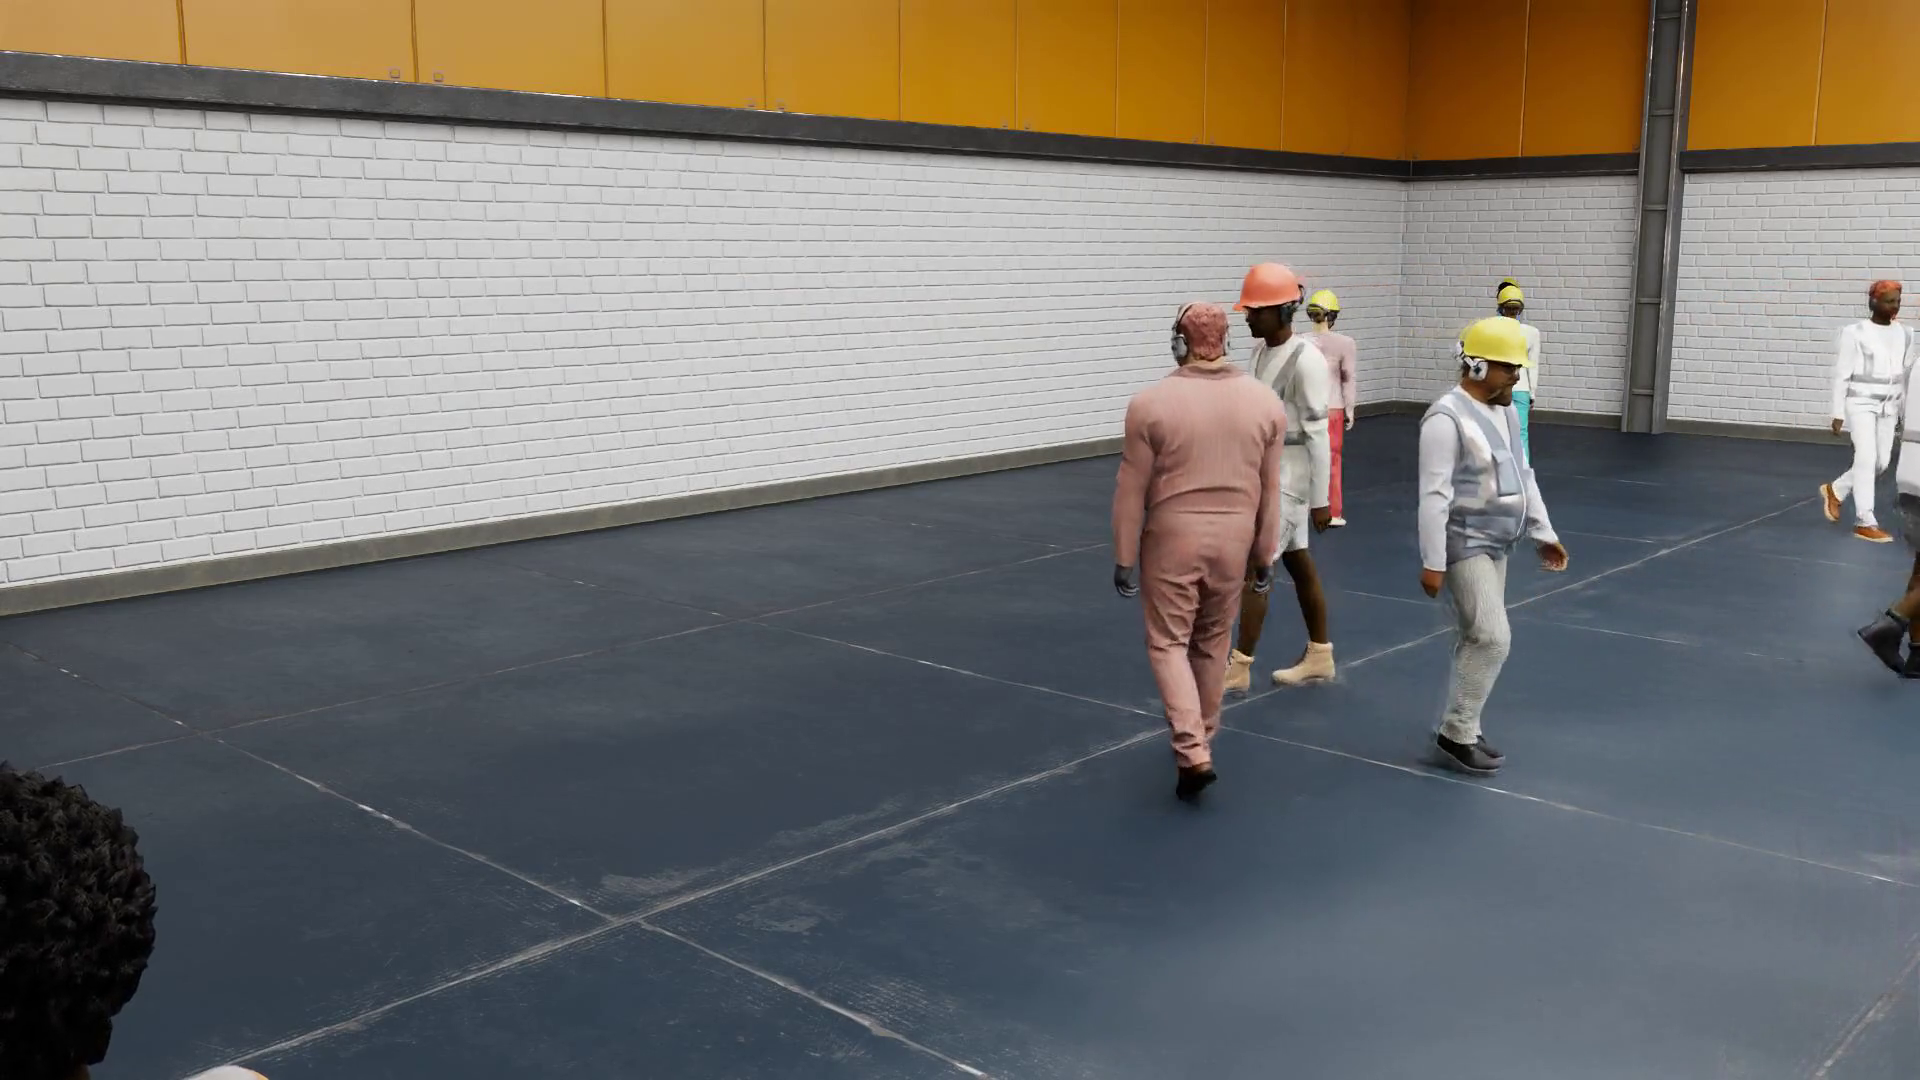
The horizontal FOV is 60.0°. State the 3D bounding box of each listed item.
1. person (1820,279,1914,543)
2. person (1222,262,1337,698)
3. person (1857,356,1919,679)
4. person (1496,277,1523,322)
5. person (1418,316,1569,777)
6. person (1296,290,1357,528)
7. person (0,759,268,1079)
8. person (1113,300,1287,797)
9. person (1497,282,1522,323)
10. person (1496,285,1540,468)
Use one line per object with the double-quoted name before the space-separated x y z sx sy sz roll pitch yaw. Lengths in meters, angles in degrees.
"person" 6.514 -0.948 11.990 0.590 1.866 0.762 -2 10 -12
"person" 1.390 -0.267 7.693 0.919 1.997 0.658 -1 10 -7
"person" 4.633 -0.257 7.933 0.627 1.909 0.568 -2 10 -9
"person" 6.197 -2.097 18.866 0.323 1.742 0.492 8 13 38
"person" 2.088 0.026 6.582 0.519 1.808 0.613 8 13 39
"person" 2.676 -0.970 12.389 0.532 1.765 0.323 3 10 17
"person" -0.696 1.008 1.341 0.318 1.691 0.535 3 10 16
"person" 0.904 0.028 6.380 0.658 1.885 0.789 -2 10 -12
"person" 6.166 -2.060 18.791 0.319 1.696 0.550 7 12 35
"person" 4.526 -1.218 13.800 0.531 1.767 0.328 -1 10 -8
